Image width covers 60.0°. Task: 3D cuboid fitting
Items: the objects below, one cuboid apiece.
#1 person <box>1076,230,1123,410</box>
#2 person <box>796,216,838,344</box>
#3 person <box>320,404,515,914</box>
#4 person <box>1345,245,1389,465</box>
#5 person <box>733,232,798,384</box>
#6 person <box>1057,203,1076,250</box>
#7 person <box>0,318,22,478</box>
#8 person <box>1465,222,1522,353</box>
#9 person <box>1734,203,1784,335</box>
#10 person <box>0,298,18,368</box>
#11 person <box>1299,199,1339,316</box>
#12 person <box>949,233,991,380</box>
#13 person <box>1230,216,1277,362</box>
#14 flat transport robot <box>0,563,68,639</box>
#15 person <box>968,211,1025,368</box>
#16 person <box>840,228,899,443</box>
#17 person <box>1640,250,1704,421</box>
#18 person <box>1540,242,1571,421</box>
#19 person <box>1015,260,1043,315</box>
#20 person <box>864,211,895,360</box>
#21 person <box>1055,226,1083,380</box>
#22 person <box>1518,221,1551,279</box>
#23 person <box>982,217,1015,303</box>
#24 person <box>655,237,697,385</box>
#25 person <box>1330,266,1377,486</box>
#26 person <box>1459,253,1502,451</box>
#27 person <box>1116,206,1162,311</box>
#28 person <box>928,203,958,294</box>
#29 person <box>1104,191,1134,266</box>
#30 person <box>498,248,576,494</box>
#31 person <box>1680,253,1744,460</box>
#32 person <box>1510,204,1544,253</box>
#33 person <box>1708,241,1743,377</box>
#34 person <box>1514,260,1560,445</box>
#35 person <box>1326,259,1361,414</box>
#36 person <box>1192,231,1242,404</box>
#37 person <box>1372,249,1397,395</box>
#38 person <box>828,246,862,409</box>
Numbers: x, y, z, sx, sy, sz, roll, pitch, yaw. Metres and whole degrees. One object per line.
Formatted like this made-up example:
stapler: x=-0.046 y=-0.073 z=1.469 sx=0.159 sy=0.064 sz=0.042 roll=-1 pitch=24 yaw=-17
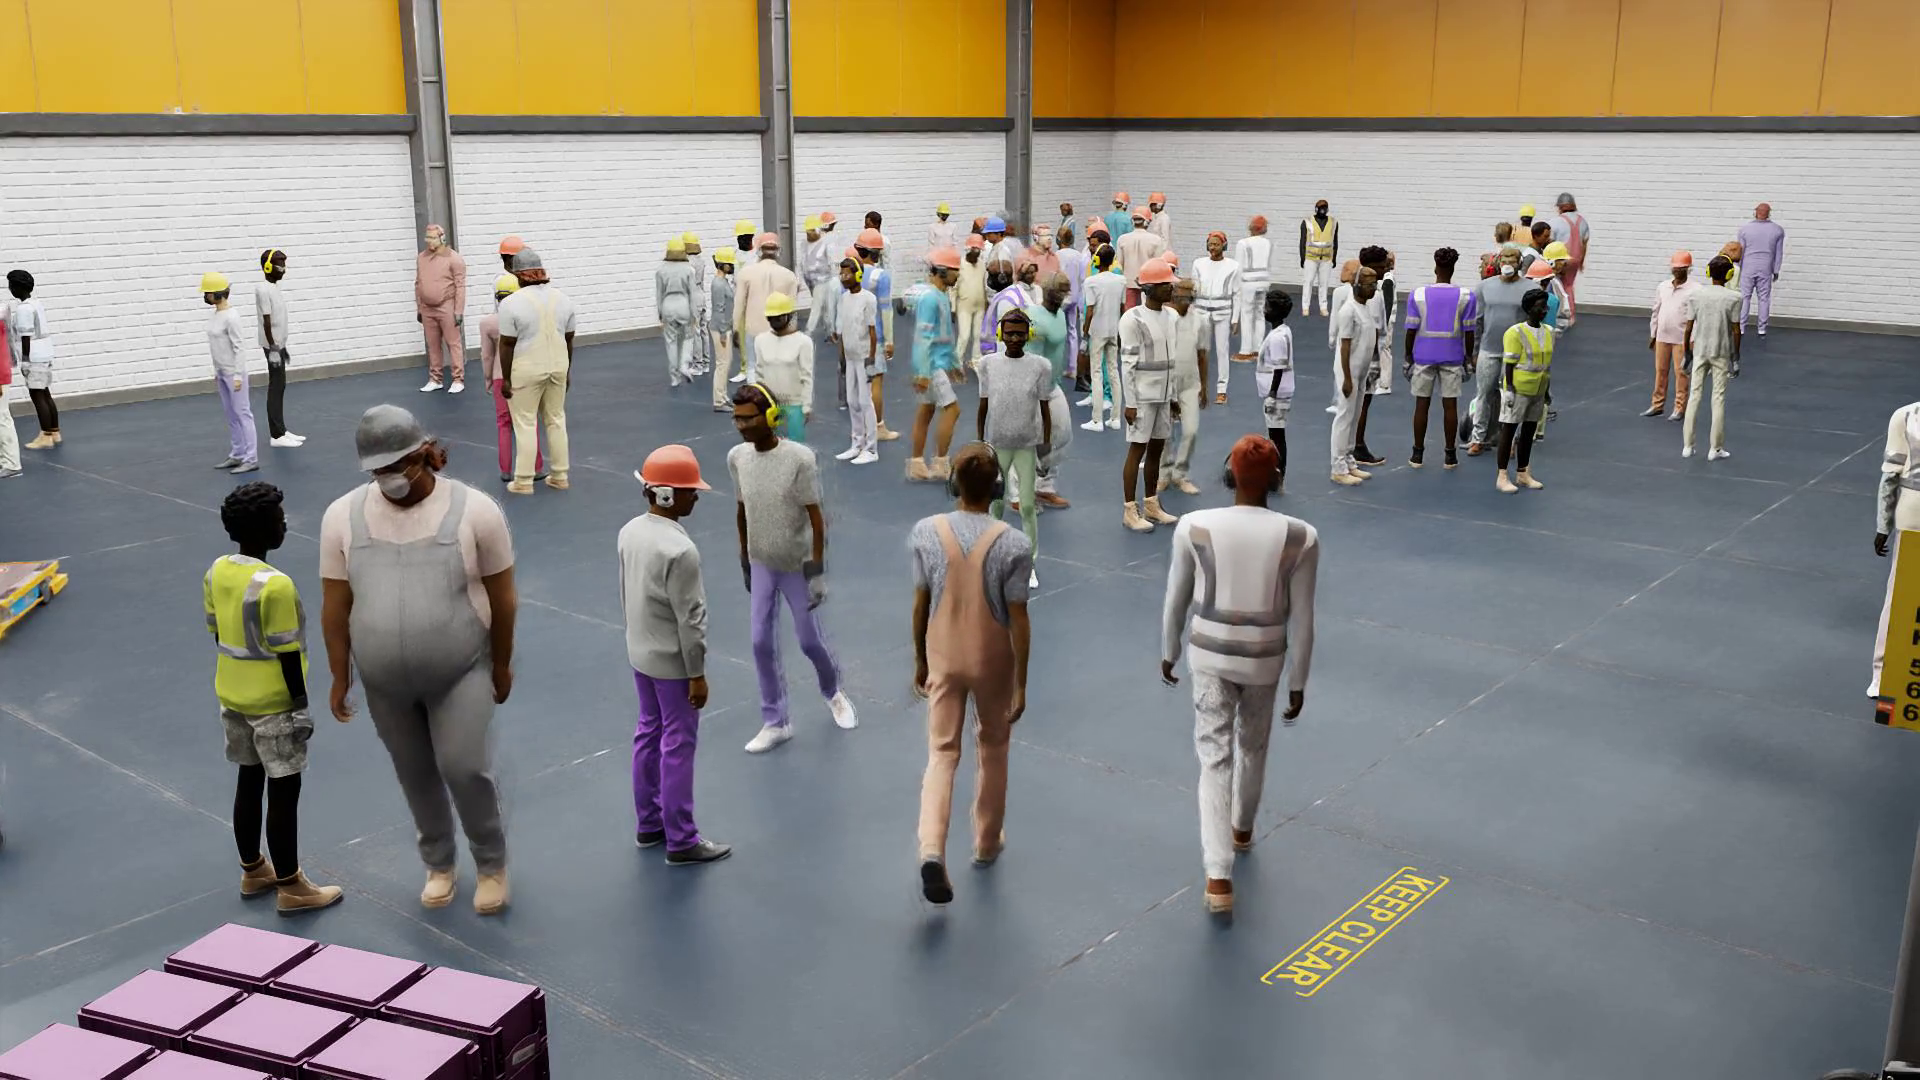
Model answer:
person: x=1.525 y=-2.357 z=17.845 sx=0.376 sy=1.915 sz=0.599 roll=-8 pitch=16 yaw=-28
person: x=-2.005 y=-3.547 z=22.879 sx=0.586 sy=1.770 sz=0.982 roll=13 pitch=19 yaw=42
person: x=-2.067 y=0.460 z=6.334 sx=0.698 sy=2.000 sz=0.600 roll=-1 pitch=14 yaw=-3
person: x=3.647 y=-1.664 z=14.981 sx=0.368 sy=1.962 sz=0.600 roll=-1 pitch=14 yaw=-5
person: x=-1.949 y=-2.096 z=16.739 sx=0.669 sy=1.949 sz=0.709 roll=-3 pitch=14 yaw=-10
person: x=1.922 y=-5.228 z=29.902 sx=0.312 sy=1.632 sz=0.519 roll=-5 pitch=15 yaw=-20
person: x=-8.424 y=-1.406 z=14.407 sx=0.350 sy=1.739 sz=0.574 roll=-13 pitch=19 yaw=-42
person: x=7.058 y=-3.218 z=21.563 sx=0.522 sy=1.790 sz=0.982 roll=-12 pitch=19 yaw=-41
person: x=11.549 y=-3.925 z=24.130 sx=0.652 sy=1.906 sz=0.403 roll=3 pitch=14 yaw=11
person: x=-9.529 y=-1.794 z=16.226 sx=0.624 sy=1.606 sz=0.313 roll=-12 pitch=18 yaw=-39
person: x=5.727 y=-4.499 z=26.553 sx=0.627 sy=1.847 sz=0.429 roll=-1 pitch=14 yaw=-3
person: x=0.145 y=-2.809 z=19.999 sx=0.565 sy=1.747 sz=0.374 roll=-8 pitch=16 yaw=-29
person: x=3.806 y=-3.236 z=21.479 sx=0.634 sy=1.862 sz=0.399 roll=-6 pitch=15 yaw=-21
flat transport robot: x=-6.091 y=0.376 z=10.258 sx=0.652 sy=0.197 sz=1.431 roll=-3 pitch=14 yaw=-10
person: x=0.567 y=-3.051 z=20.365 sx=1.023 sy=2.000 sz=0.692 roll=6 pitch=15 yaw=24
person: x=-0.870 y=-1.963 z=16.011 sx=0.608 sy=2.045 sz=0.392 roll=11 pitch=18 yaw=38
person: x=7.372 y=-2.110 z=17.186 sx=0.336 sy=1.749 sz=0.574 roll=-9 pitch=17 yaw=-32
person: x=6.095 y=-2.159 z=17.221 sx=0.403 sy=1.835 sz=0.588 roll=6 pitch=15 yaw=23
person: x=0.681 y=-2.101 z=17.382 sx=0.312 sy=1.639 sz=0.518 roll=13 pitch=19 yaw=41
person: x=-1.058 y=-3.289 z=21.566 sx=0.383 sy=1.918 sz=0.591 roll=-7 pitch=16 yaw=-25
person: x=1.247 y=-2.826 z=19.892 sx=0.516 sy=1.835 sz=0.355 roll=-8 pitch=16 yaw=-28
person: x=6.715 y=-2.801 z=19.659 sx=0.405 sy=1.905 sz=0.605 roll=7 pitch=16 yaw=26
person: x=0.453 y=-2.902 z=19.986 sx=0.407 sy=1.941 sz=0.607 roll=-2 pitch=14 yaw=-7
person: x=-3.321 y=-2.678 z=19.495 sx=0.489 sy=1.729 sz=0.351 roll=-1 pitch=14 yaw=-3
person: x=3.362 y=-1.395 z=14.145 sx=0.343 sy=1.847 sz=0.507 roll=8 pitch=16 yaw=30
person: x=4.966 y=-1.757 z=15.587 sx=0.386 sy=1.845 sz=0.568 roll=9 pitch=16 yaw=31
person: x=2.309 y=-3.292 z=21.445 sx=0.613 sy=1.982 sz=0.407 roll=4 pitch=15 yaw=17
person: x=-0.280 y=-4.650 z=27.340 sx=0.519 sy=1.759 sz=0.346 roll=-6 pitch=15 yaw=-22
person: x=2.509 y=-4.452 z=26.056 sx=0.608 sy=1.996 sz=0.375 roll=13 pitch=19 yaw=43
person: x=-3.545 y=-1.412 z=13.815 sx=0.535 sy=2.000 sz=0.685 roll=13 pitch=19 yaw=41
person: x=6.859 y=-1.668 z=15.185 sx=0.519 sy=1.873 sz=0.328 roll=11 pitch=18 yaw=38
person: x=8.002 y=-3.812 z=23.669 sx=0.594 sy=1.911 sz=0.509 roll=7 pitch=16 yaw=25
person: x=9.291 y=-2.801 z=20.194 sx=0.279 sy=1.633 sz=0.499 roll=-2 pitch=14 yaw=-9
person: x=5.476 y=-1.783 z=15.880 sx=0.326 sy=1.751 sz=0.559 roll=11 pitch=18 yaw=38
person: x=4.132 y=-2.144 z=17.592 sx=0.504 sy=1.628 sz=0.283 roll=-5 pitch=15 yaw=-18
person: x=2.781 y=-2.434 z=18.224 sx=0.572 sy=1.883 sz=0.356 roll=6 pitch=15 yaw=23
person: x=4.777 y=-2.464 z=18.825 sx=0.311 sy=1.642 sz=0.523 roll=1 pitch=14 yaw=5
person: x=-1.125 y=-2.269 z=17.823 sx=0.571 sy=1.751 sz=0.329 roll=4 pitch=15 yaw=15
